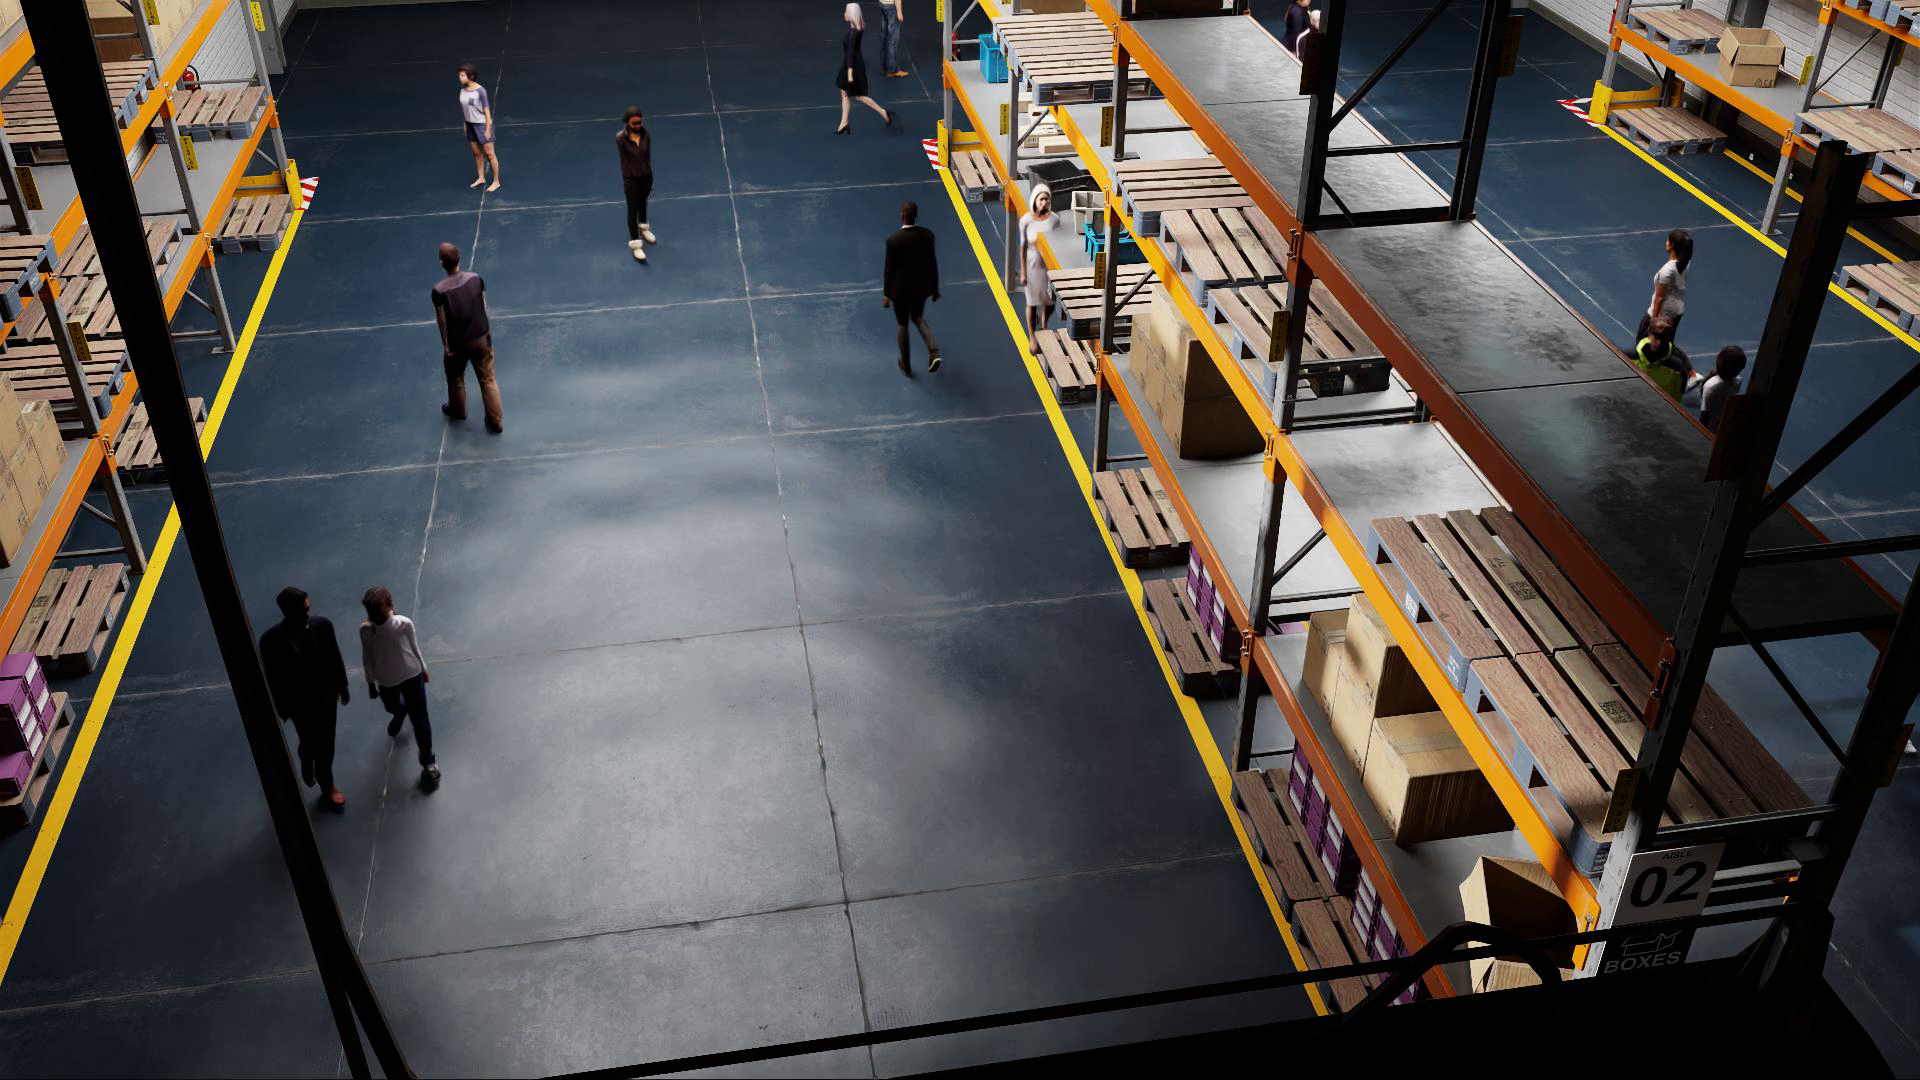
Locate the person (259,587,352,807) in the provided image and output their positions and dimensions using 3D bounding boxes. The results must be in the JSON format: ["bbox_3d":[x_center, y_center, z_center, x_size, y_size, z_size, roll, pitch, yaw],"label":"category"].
[{"bbox_3d":[-4.308,0.988,10.988,0.806,1.705,0.864,-23,40,-31],"label":"person"}]

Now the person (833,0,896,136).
[{"bbox_3d":[-1.286,-6.080,21.610,0.777,1.718,1.033,1,34,1],"label":"person"}]

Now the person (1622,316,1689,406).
[{"bbox_3d":[5.597,-1.015,13.778,0.982,1.954,1.085,9,35,13],"label":"person"}]

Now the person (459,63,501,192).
[{"bbox_3d":[-5.843,-5.039,20.181,0.651,1.566,0.701,19,38,26],"label":"person"}]

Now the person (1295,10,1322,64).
[{"bbox_3d":[4.330,-5.843,21.188,0.851,1.791,1.241,-15,36,-21],"label":"person"}]

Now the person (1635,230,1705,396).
[{"bbox_3d":[6.751,-2.100,15.718,0.919,1.612,1.119,-26,41,-33],"label":"person"}]

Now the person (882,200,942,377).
[{"bbox_3d":[-0.416,-2.351,15.940,0.857,1.784,0.967,-18,38,-25],"label":"person"}]

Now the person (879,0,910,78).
[{"bbox_3d":[-1.015,-7.585,23.750,0.784,1.856,0.619,-16,37,-22],"label":"person"}]

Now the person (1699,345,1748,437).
[{"bbox_3d":[6.150,-0.821,13.696,0.654,1.721,0.649,-22,40,-30],"label":"person"}]

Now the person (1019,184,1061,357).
[{"bbox_3d":[0.772,-2.726,16.541,0.563,1.744,0.673,-5,34,-7],"label":"person"}]

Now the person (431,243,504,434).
[{"bbox_3d":[-4.418,-1.791,15.070,0.954,1.815,1.072,-24,40,-31],"label":"person"}]

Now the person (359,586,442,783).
[{"bbox_3d":[-3.824,0.887,11.300,0.608,1.528,1.011,-7,34,-10],"label":"person"}]

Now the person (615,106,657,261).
[{"bbox_3d":[-3.539,-3.968,18.495,0.827,1.648,1.015,-15,36,-21],"label":"person"}]
